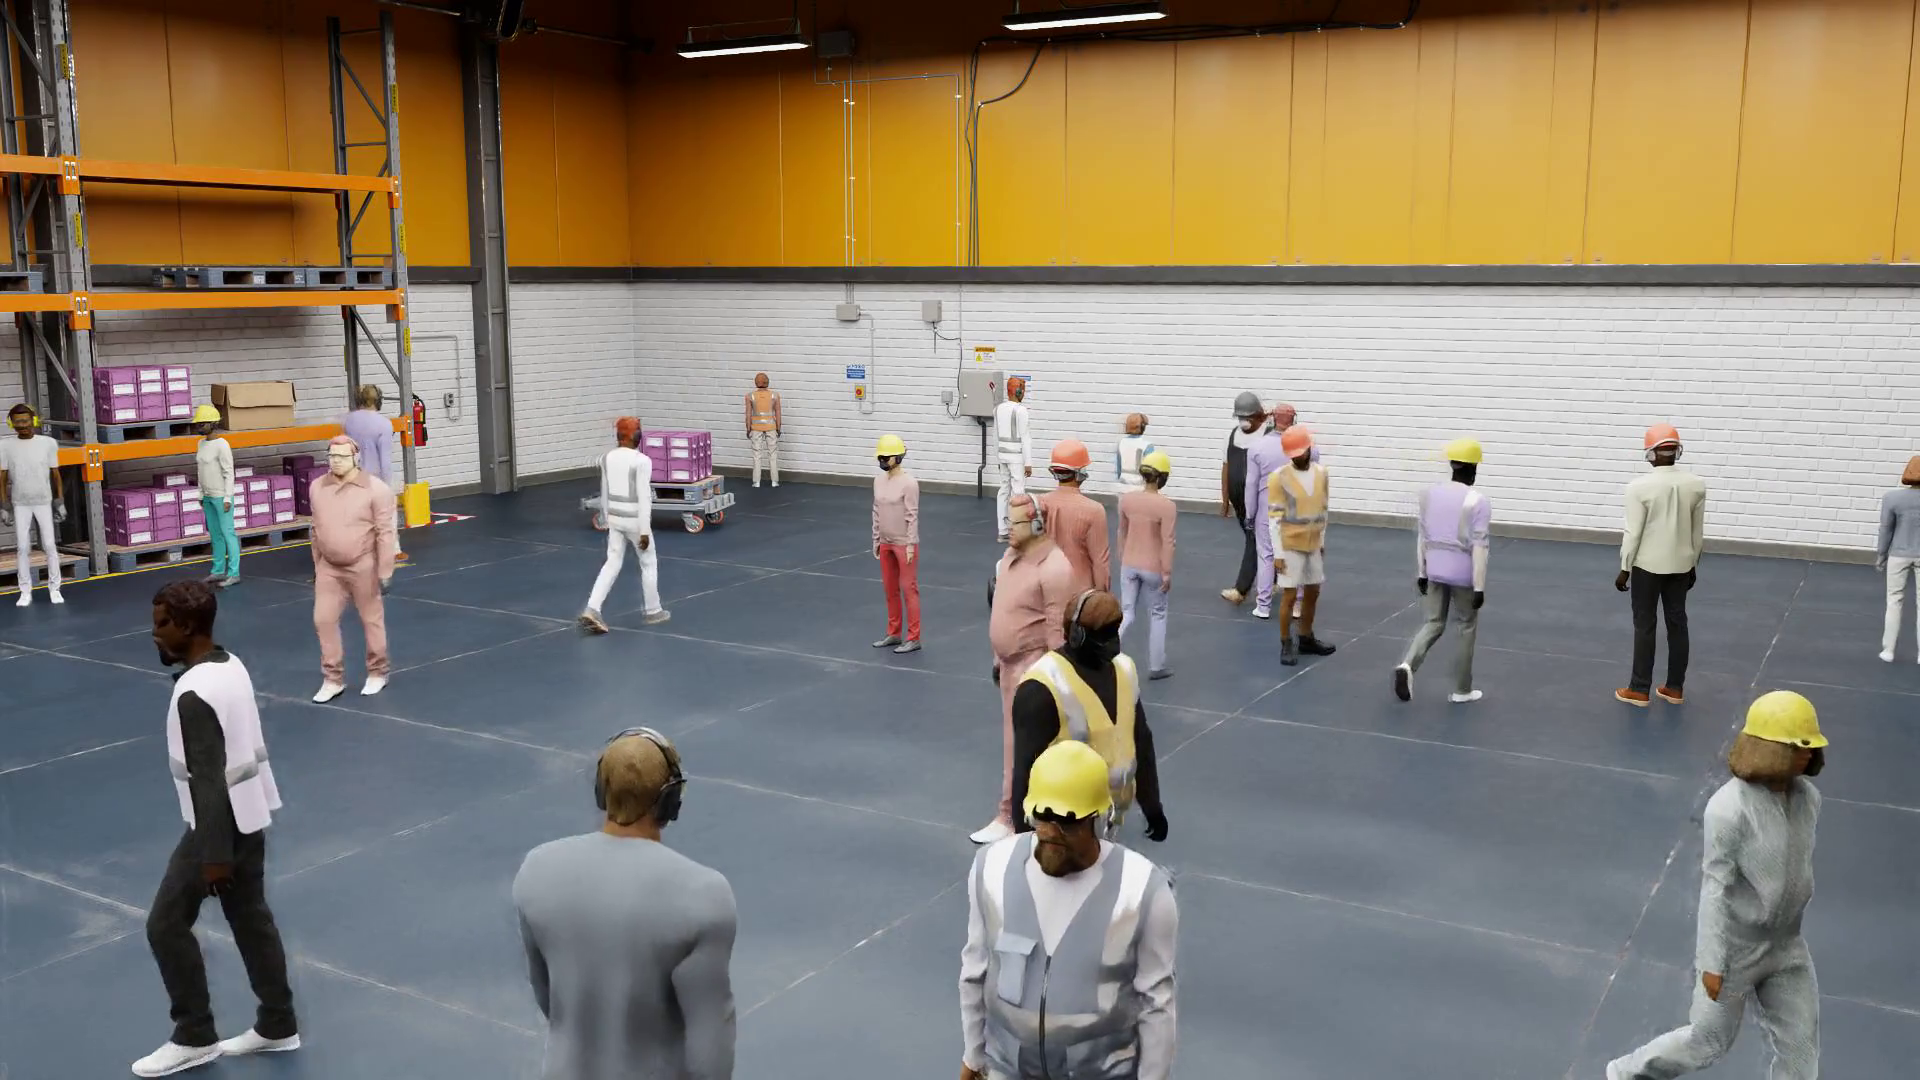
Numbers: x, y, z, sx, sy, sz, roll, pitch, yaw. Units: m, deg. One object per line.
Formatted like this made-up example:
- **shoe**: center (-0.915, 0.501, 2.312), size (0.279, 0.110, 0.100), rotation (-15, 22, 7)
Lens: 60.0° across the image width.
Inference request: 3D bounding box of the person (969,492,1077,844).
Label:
- **person**: center (0.420, 0.666, 8.935), size (0.791, 1.883, 0.657), rotation (-4, 10, -21)

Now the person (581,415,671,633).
- **person**: center (-2.868, -0.138, 14.128), size (0.583, 1.847, 0.967), rotation (5, 11, 30)

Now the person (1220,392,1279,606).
- **person**: center (2.705, -0.436, 15.342), size (1.047, 2.000, 0.712), rotation (-8, 12, -43)

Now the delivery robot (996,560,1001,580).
- **delivery robot**: center (0.499, 0.331, 14.885), size (0.477, 0.478, 0.707), rotation (0, 9, 0)

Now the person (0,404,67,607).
- **person**: center (-8.477, -0.321, 15.203), size (0.538, 1.860, 0.327), rotation (-4, 10, -26)

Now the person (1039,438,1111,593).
- **person**: center (0.693, 0.351, 10.566), size (0.613, 1.997, 0.374), rotation (7, 11, 36)

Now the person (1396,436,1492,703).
- **person**: center (3.390, 0.230, 11.590), size (0.721, 1.909, 0.591), rotation (-7, 12, -39)

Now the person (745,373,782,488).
- **person**: center (-2.775, -1.543, 23.509), size (0.511, 1.638, 0.308), rotation (-2, 9, -10)

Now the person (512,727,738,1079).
- **person**: center (-0.822, 1.400, 4.376), size (0.652, 1.876, 1.057), rotation (3, 9, 15)

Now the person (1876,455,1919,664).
- **person**: center (7.415, 0.153, 12.938), size (0.507, 1.630, 0.268), rotation (5, 10, 28)

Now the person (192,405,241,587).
- **person**: center (-7.222, -0.423, 16.117), size (0.525, 1.769, 0.327), rotation (7, 11, 37)

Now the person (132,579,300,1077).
- **person**: center (-2.909, 1.087, 6.298), size (0.733, 1.891, 0.631), rotation (-2, 9, -12)

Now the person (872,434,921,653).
- **person**: center (-0.529, 0.028, 13.333), size (0.348, 1.756, 0.518), rotation (-9, 13, -43)

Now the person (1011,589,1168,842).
- **person**: center (0.570, 1.093, 6.512), size (0.892, 1.801, 0.648), rotation (8, 12, 42)

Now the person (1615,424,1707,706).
- **person**: center (4.901, 0.179, 11.679), size (0.611, 1.985, 0.393), rotation (-2, 9, -10)

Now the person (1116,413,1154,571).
- **person**: center (1.848, -0.486, 16.924), size (0.633, 1.617, 0.545), rotation (-8, 12, -42)

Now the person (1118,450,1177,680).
- **person**: center (1.307, 0.212, 12.252), size (0.534, 1.737, 0.687), rotation (8, 12, 40)

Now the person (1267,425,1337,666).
- **person**: center (2.666, 0.036, 12.886), size (0.706, 1.885, 0.485), rotation (-5, 10, -28)

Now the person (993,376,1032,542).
- **person**: center (0.607, -0.889, 18.647), size (0.356, 1.887, 0.572), rotation (-7, 11, -37)

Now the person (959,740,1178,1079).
- **person**: center (0.277, 1.413, 4.492), size (0.619, 1.815, 0.422), rotation (3, 10, 19)

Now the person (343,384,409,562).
- **person**: center (-6.117, -0.656, 17.154), size (0.624, 1.911, 0.931), rotation (3, 10, 20)

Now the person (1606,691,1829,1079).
- **person**: center (2.567, 1.306, 5.508), size (0.491, 1.718, 0.785), rotation (-4, 10, -24)

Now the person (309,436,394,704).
- **person**: center (-4.344, 0.212, 11.775), size (0.670, 1.886, 0.759), rotation (1, 9, 8)

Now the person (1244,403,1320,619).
- **person**: center (2.817, -0.249, 14.598), size (0.654, 1.904, 0.406), rotation (0, 9, 3)
